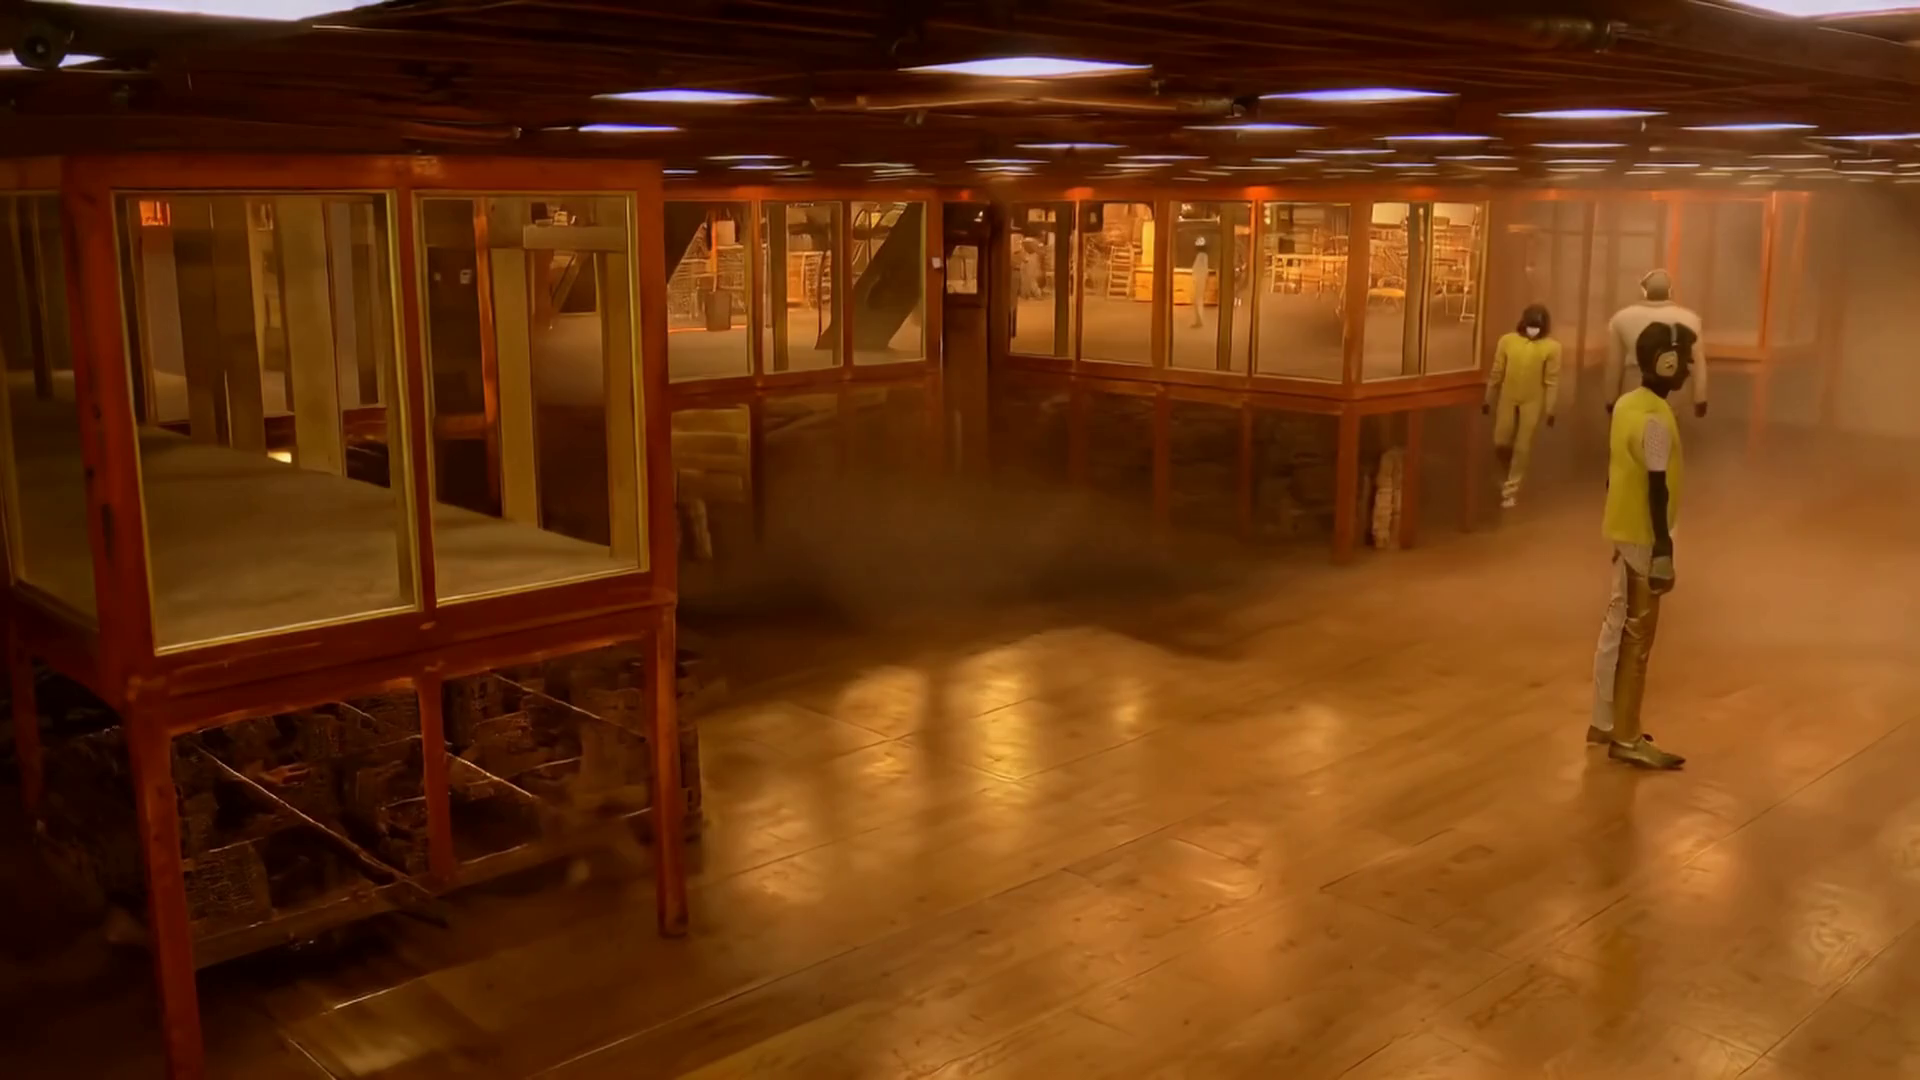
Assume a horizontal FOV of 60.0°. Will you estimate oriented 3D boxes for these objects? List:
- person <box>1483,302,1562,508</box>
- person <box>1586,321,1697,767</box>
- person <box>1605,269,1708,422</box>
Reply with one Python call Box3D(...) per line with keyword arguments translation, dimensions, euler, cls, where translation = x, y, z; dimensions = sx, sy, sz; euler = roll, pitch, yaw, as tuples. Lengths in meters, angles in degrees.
Box3D(translation=(4.389, -1.060, 12.998), dimensions=(0.565, 1.609, 0.456), euler=(7, 13, 30), cls="person")
Box3D(translation=(2.885, 0.016, 7.008), dimensions=(0.328, 1.865, 0.517), euler=(0, 11, 1), cls="person")
Box3D(translation=(5.240, -1.078, 12.472), dimensions=(0.658, 1.862, 0.946), euler=(11, 15, 43), cls="person")
